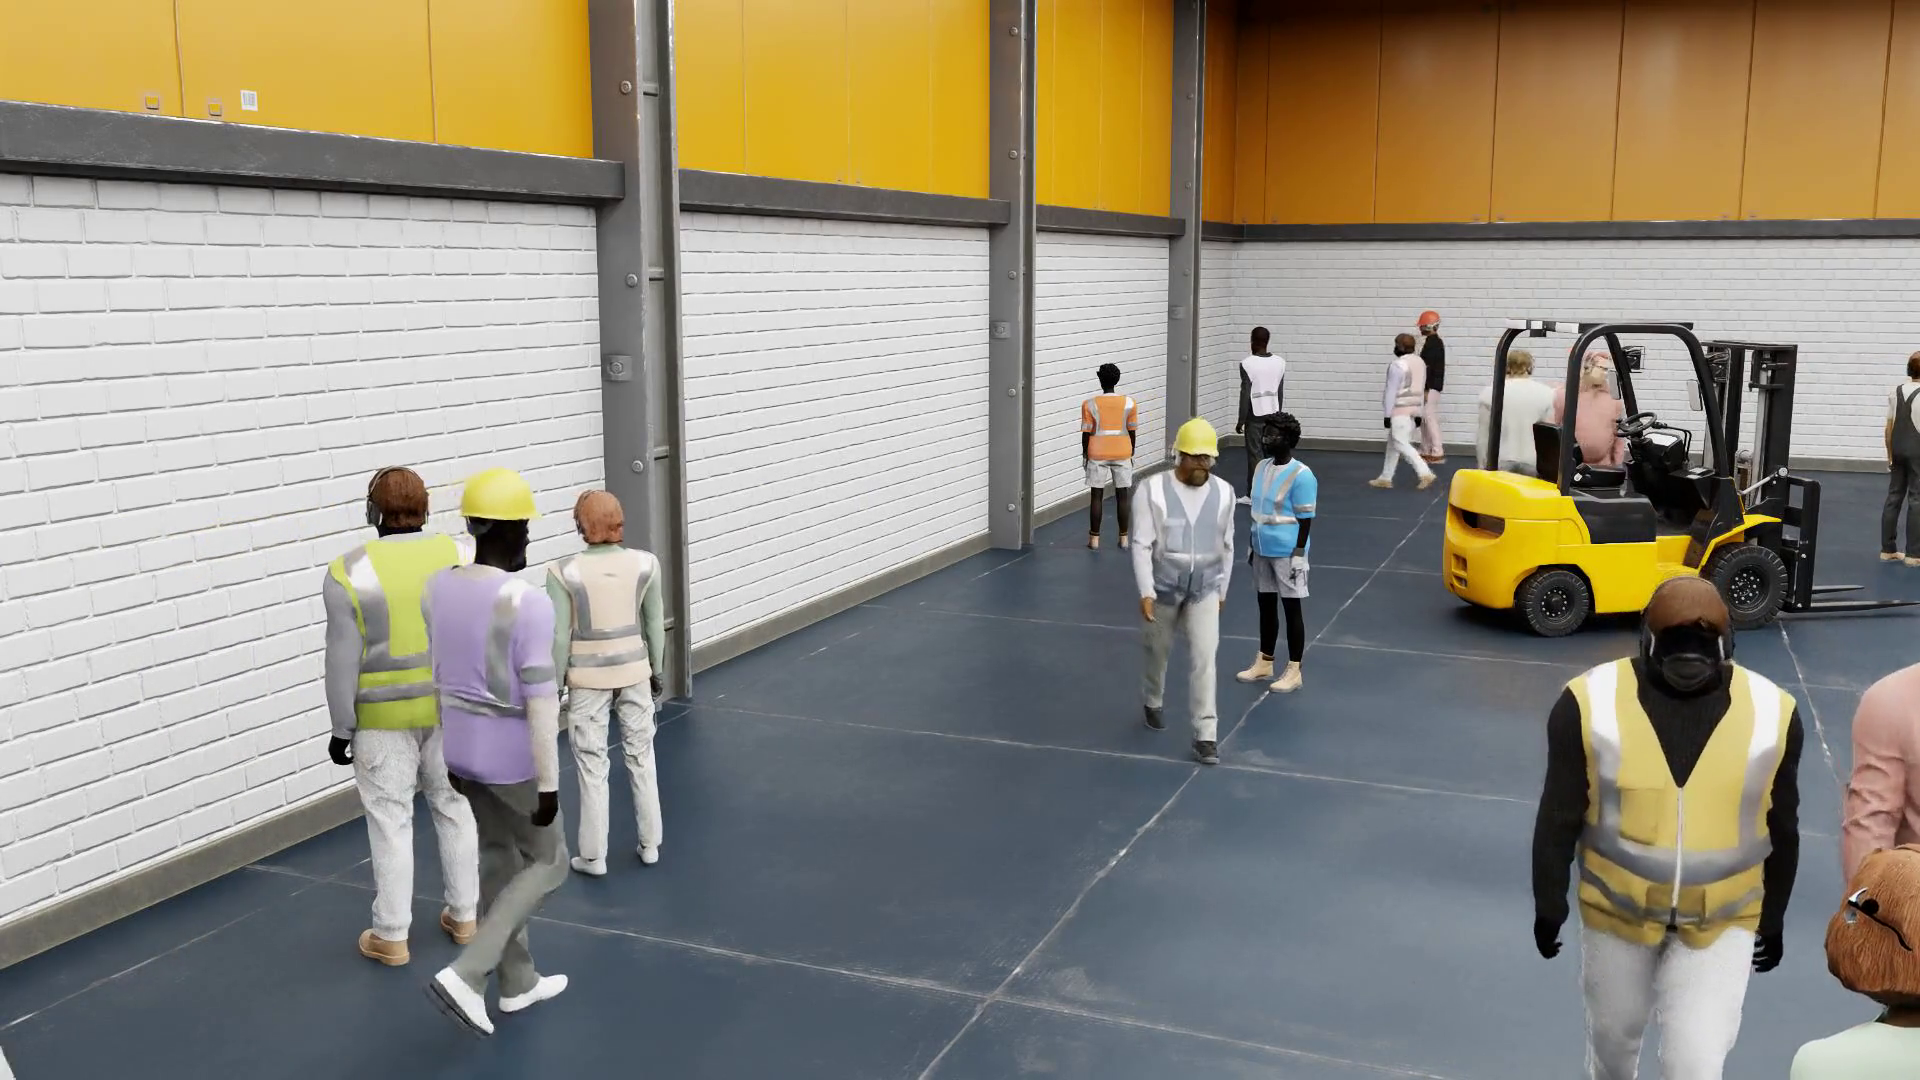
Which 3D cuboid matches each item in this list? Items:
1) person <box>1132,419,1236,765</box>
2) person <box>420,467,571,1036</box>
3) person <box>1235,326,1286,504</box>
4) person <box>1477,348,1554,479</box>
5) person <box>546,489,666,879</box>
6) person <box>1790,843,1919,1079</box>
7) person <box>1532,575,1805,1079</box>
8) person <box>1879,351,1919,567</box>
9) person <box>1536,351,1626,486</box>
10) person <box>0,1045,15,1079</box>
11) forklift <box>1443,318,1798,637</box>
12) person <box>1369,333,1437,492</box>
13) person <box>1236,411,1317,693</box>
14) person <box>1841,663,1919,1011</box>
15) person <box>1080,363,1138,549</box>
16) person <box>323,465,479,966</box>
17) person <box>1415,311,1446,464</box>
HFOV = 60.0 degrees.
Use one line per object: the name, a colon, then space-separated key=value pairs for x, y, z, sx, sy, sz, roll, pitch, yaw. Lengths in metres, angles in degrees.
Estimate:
person: x=1.180 y=0.227 z=8.873 sx=0.573 sy=1.781 sz=0.953 roll=-1 pitch=9 yaw=-5
person: x=-1.561 y=0.713 z=5.524 sx=0.593 sy=1.906 sz=0.573 roll=6 pitch=11 yaw=33
person: x=3.228 y=-1.332 z=17.879 sx=0.593 sy=1.920 sz=0.391 roll=-6 pitch=11 yaw=-31
person: x=4.599 y=-0.631 z=13.740 sx=0.638 sy=1.901 sz=0.857 roll=2 pitch=10 yaw=14
person: x=-1.484 y=0.604 z=7.005 sx=0.523 sy=1.636 sz=0.310 roll=-6 pitch=11 yaw=-32
person: x=1.552 y=1.299 z=2.791 sx=0.500 sy=1.636 sz=0.282 roll=-3 pitch=10 yaw=-19
person: x=1.873 y=0.948 z=4.461 sx=0.655 sy=1.803 sz=0.873 roll=3 pitch=10 yaw=19
person: x=8.164 y=-0.694 z=14.234 sx=0.340 sy=1.846 sz=0.513 roll=-3 pitch=10 yaw=-20
person: x=5.093 y=-0.608 z=13.650 sx=0.735 sy=1.875 sz=0.403 roll=1 pitch=9 yaw=5
person: x=-2.825 y=1.064 z=4.408 sx=0.502 sy=1.576 sz=0.902 roll=5 pitch=11 yaw=27
forklift: x=4.706 y=-0.497 z=11.990 sx=2.313 sy=2.155 sz=1.214 roll=-2 pitch=10 yaw=-10
person: x=5.096 y=-1.458 z=18.980 sx=0.875 sy=1.811 sz=0.630 roll=9 pitch=13 yaw=44
person: x=1.925 y=0.068 z=10.071 sx=0.318 sy=1.697 sz=0.533 roll=-5 pitch=11 yaw=-29
person: x=2.488 y=0.983 z=4.043 sx=0.652 sy=1.853 sz=1.002 roll=5 pitch=10 yaw=26
person: x=1.349 y=-0.753 z=15.064 sx=0.531 sy=1.694 sz=0.320 roll=-1 pitch=9 yaw=-3
person: x=-2.042 y=0.640 z=6.163 sx=0.633 sy=1.842 sz=0.429 roll=-8 pitch=13 yaw=-41
person: x=6.087 y=-1.976 z=21.626 sx=0.570 sy=1.984 sz=0.665 roll=4 pitch=10 yaw=23
